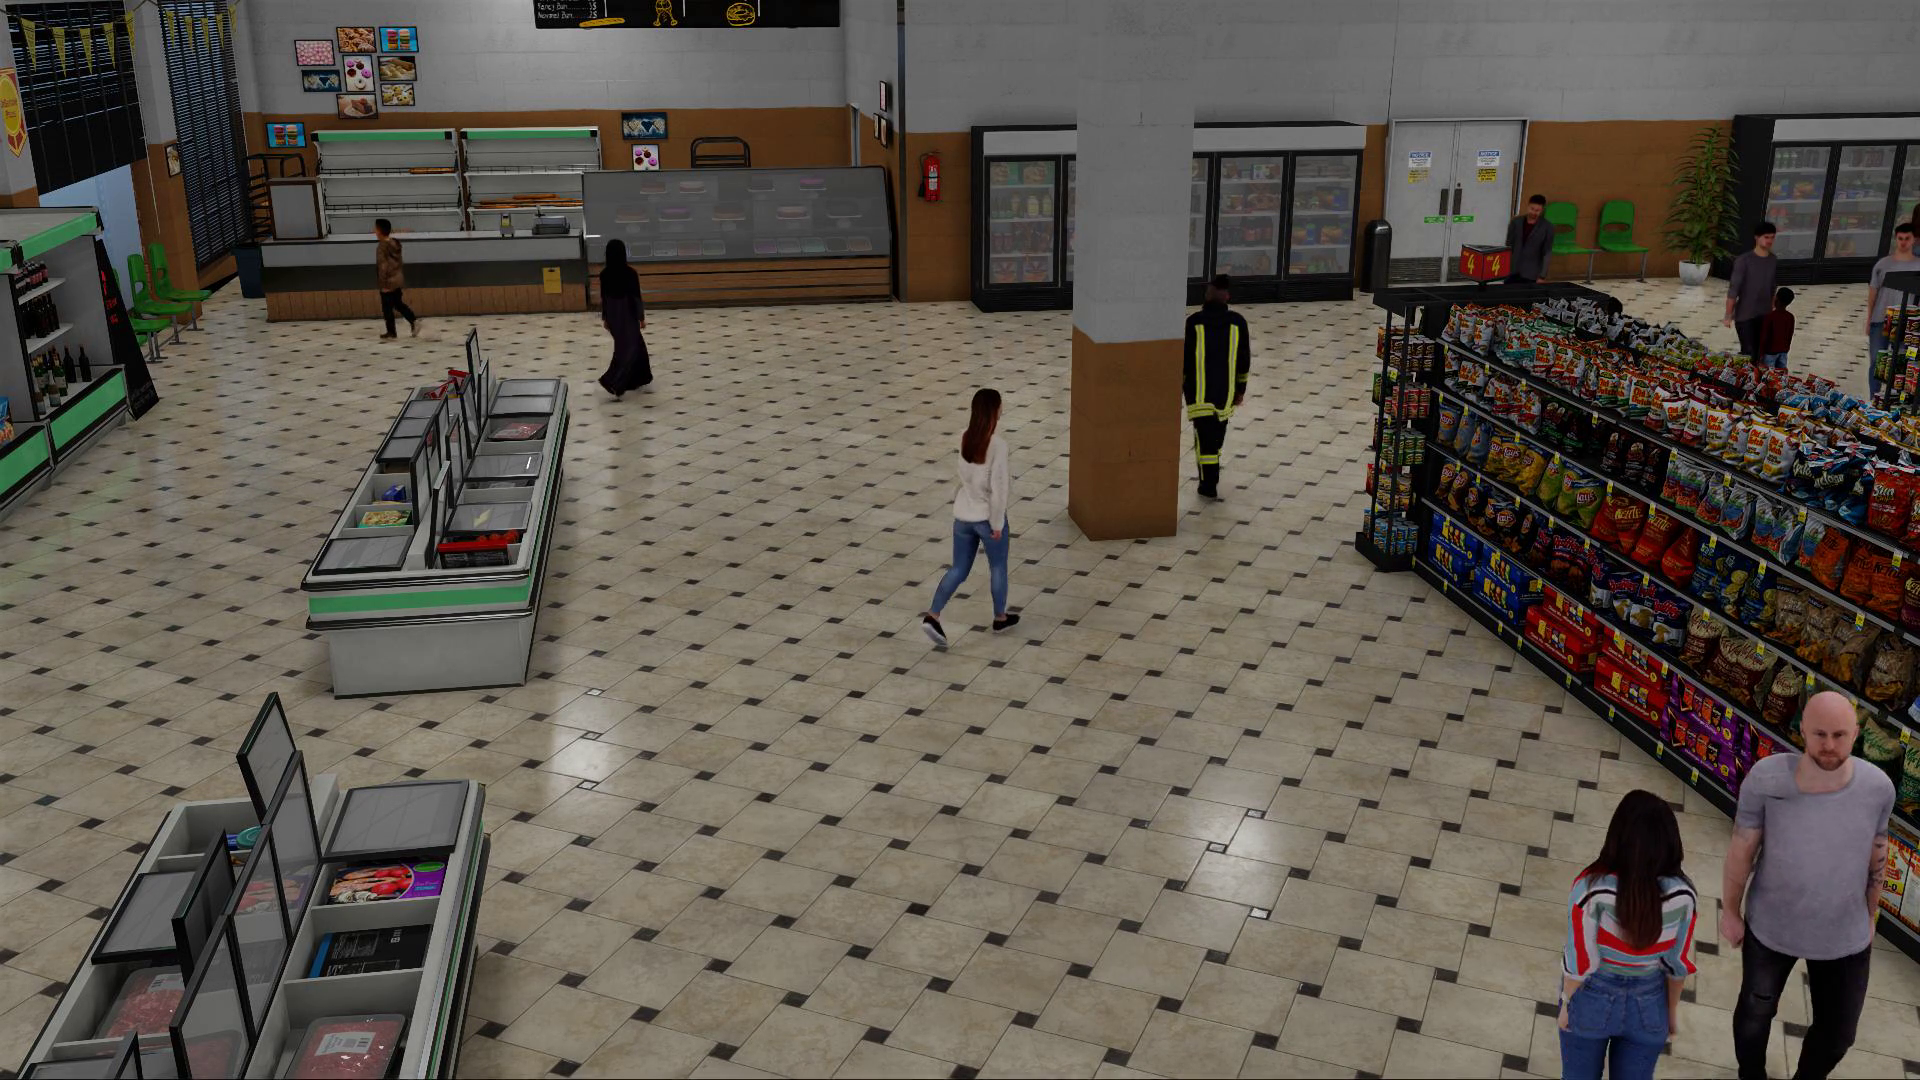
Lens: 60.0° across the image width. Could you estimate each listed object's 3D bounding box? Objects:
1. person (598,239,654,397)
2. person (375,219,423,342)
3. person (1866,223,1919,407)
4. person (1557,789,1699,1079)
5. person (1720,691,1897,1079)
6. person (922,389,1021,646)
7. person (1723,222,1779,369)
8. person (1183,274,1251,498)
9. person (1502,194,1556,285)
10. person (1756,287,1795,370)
[{"bbox_3d":[-3.512,-2.274,17.140,1.020,1.592,1.148,10,21,27],"label":"person"},{"bbox_3d":[-6.711,-3.085,19.775,0.830,1.446,0.809,7,20,19],"label":"person"},{"bbox_3d":[9.204,-2.167,16.392,1.041,1.868,1.113,12,22,31],"label":"person"},{"bbox_3d":[2.239,1.615,5.599,0.730,1.598,0.979,1,19,3],"label":"person"},{"bbox_3d":[3.055,1.351,6.044,0.814,1.812,0.828,6,19,16],"label":"person"},{"bbox_3d":[0.076,-0.106,10.601,1.111,1.662,1.082,17,25,40],"label":"person"},{"bbox_3d":[7.934,-2.285,16.806,0.789,1.827,0.824,-7,20,-20],"label":"person"},{"bbox_3d":[2.084,-1.238,13.707,0.773,1.822,1.110,-4,19,-12],"label":"person"},{"bbox_3d":[6.479,-3.046,19.041,0.923,1.841,0.991,17,25,41],"label":"person"},{"bbox_3d":[8.091,-1.883,16.508,0.519,1.256,0.498,-5,19,-15],"label":"person"}]
